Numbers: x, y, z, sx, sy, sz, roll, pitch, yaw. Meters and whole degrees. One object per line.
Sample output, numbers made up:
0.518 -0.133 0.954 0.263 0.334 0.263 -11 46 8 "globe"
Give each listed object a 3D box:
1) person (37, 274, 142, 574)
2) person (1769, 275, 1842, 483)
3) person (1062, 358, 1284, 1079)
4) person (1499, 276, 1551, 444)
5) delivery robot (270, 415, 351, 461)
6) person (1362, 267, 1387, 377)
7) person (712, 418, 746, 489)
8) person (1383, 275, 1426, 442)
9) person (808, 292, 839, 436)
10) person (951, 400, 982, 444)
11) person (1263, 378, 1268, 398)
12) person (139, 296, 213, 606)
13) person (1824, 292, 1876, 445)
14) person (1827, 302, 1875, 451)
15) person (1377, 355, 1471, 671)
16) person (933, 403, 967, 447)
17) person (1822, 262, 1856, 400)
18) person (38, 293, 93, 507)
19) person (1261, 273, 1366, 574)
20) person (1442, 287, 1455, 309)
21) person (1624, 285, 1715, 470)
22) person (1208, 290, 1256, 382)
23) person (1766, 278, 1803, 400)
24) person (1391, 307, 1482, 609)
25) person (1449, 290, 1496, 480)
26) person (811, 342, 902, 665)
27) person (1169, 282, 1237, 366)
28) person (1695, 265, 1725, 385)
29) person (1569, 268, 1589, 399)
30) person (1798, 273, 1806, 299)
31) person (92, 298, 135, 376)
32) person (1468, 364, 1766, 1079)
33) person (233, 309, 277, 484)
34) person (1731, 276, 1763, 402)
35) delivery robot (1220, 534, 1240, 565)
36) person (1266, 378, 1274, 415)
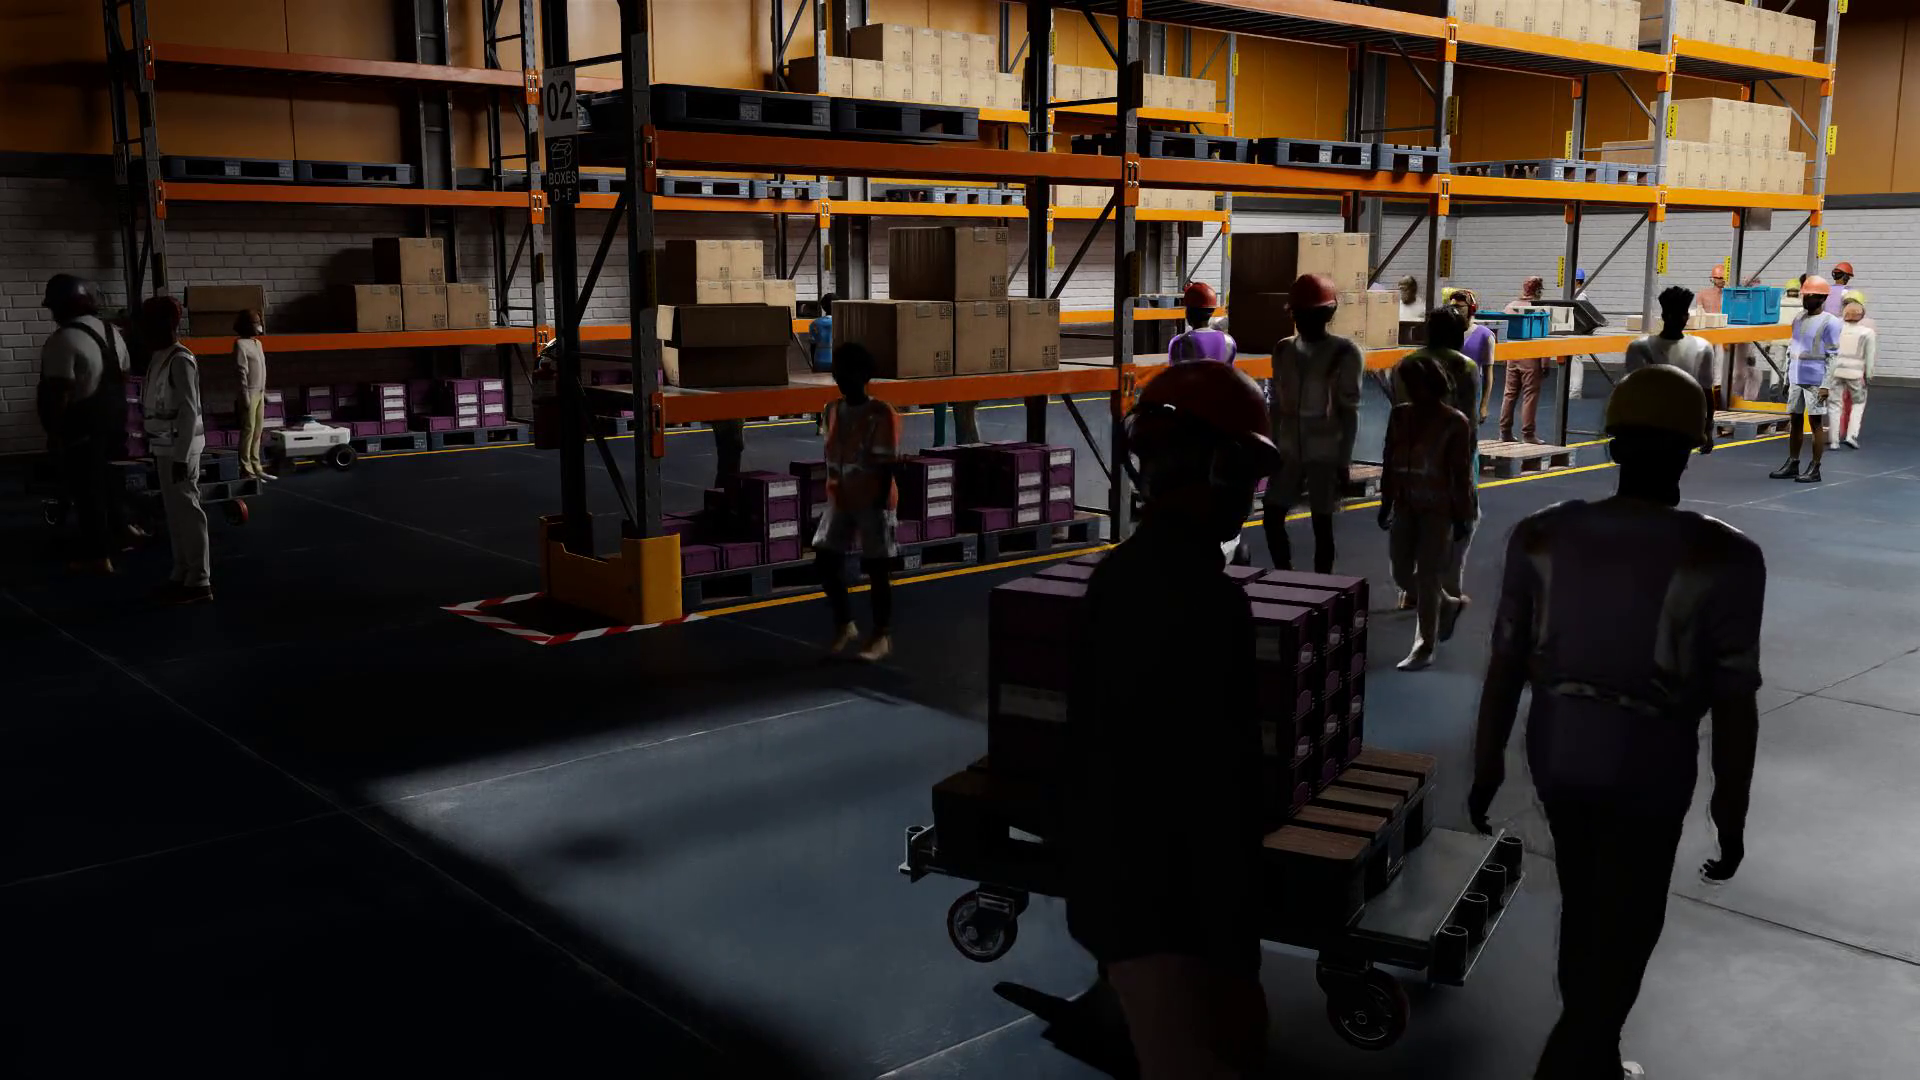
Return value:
-5.918 -0.792 11.175 0.539 2.000 0.773 1 10 4 "person"
7.986 -1.511 15.677 0.350 1.942 0.545 -3 10 -19 "person"
0.269 0.662 2.935 0.752 1.944 0.673 -1 10 -6 "person"
6.434 -2.026 18.838 0.397 1.899 0.635 -6 12 -33 "person"
-6.403 -0.990 16.388 0.707 0.478 0.477 -7 12 -40 "delivery robot"
7.218 -3.831 29.271 0.631 1.940 0.372 7 12 37 "person"
-1.691 -0.783 12.317 0.284 1.633 0.497 -4 10 -21 "person"
5.156 -2.080 19.082 0.604 1.916 0.630 -8 12 -38 "person"
-1.536 -2.073 19.671 0.536 1.699 0.321 4 10 21 "person"
0.120 -1.498 15.899 0.420 1.855 0.609 -4 10 -20 "person"
4.662 -2.981 24.647 0.405 1.823 0.591 -7 12 -35 "person"
-4.821 -0.544 10.187 0.355 1.882 0.576 -8 12 -38 "person"
10.055 -1.954 18.935 0.607 1.711 0.791 2 10 9 "person"
9.690 -1.781 18.170 0.529 1.622 0.421 8 13 40 "person"
2.465 -0.158 8.679 0.601 1.618 0.534 -7 12 -36 "person"
-0.119 -1.618 16.826 0.526 1.765 0.329 5 11 28 "person"
13.046 -3.105 24.723 0.378 2.040 0.607 -5 11 -25 "person"
-7.249 -1.197 14.130 1.082 1.857 0.577 -5 11 -29 "person"
1.952 -0.483 9.397 0.619 2.028 0.516 8 13 41 "person"
6.102 -2.308 20.931 0.354 1.730 0.505 2 10 14 "person"
5.022 -0.848 11.850 0.618 1.931 0.954 1 10 3 "person"
2.712 -1.592 16.473 0.600 1.829 0.404 -5 11 -27 "person"
12.027 -2.891 24.147 0.609 1.814 0.601 6 11 31 "person"
2.873 -0.475 9.970 0.510 1.827 0.631 -8 12 -39 "person"
4.163 -1.151 13.845 0.390 1.847 0.562 -8 13 -40 "person"
-0.532 -0.177 8.608 0.538 1.683 0.433 6 12 33 "person"
1.696 -0.861 11.868 0.547 1.942 0.350 -5 11 -27 "person"
10.988 -2.996 24.213 0.608 1.995 0.377 0 10 1 "person"
9.161 -3.073 24.803 0.394 1.946 0.618 1 10 9 "person"
13.400 -3.297 26.375 0.570 1.853 0.534 9 14 44 "person"
-7.593 -1.274 14.728 0.635 1.812 0.774 1 10 4 "person"
1.463 0.546 3.834 0.820 1.890 0.629 -9 14 -44 "person"
-6.634 -1.344 15.600 0.266 1.631 0.507 0 10 -2 "person"
9.949 -2.372 20.922 0.695 1.872 0.679 5 11 28 "person"
1.553 0.004 10.586 0.477 0.478 0.707 4 10 21 "delivery robot"
3.431 -1.798 17.459 0.401 1.907 0.648 -4 10 -22 "person"
